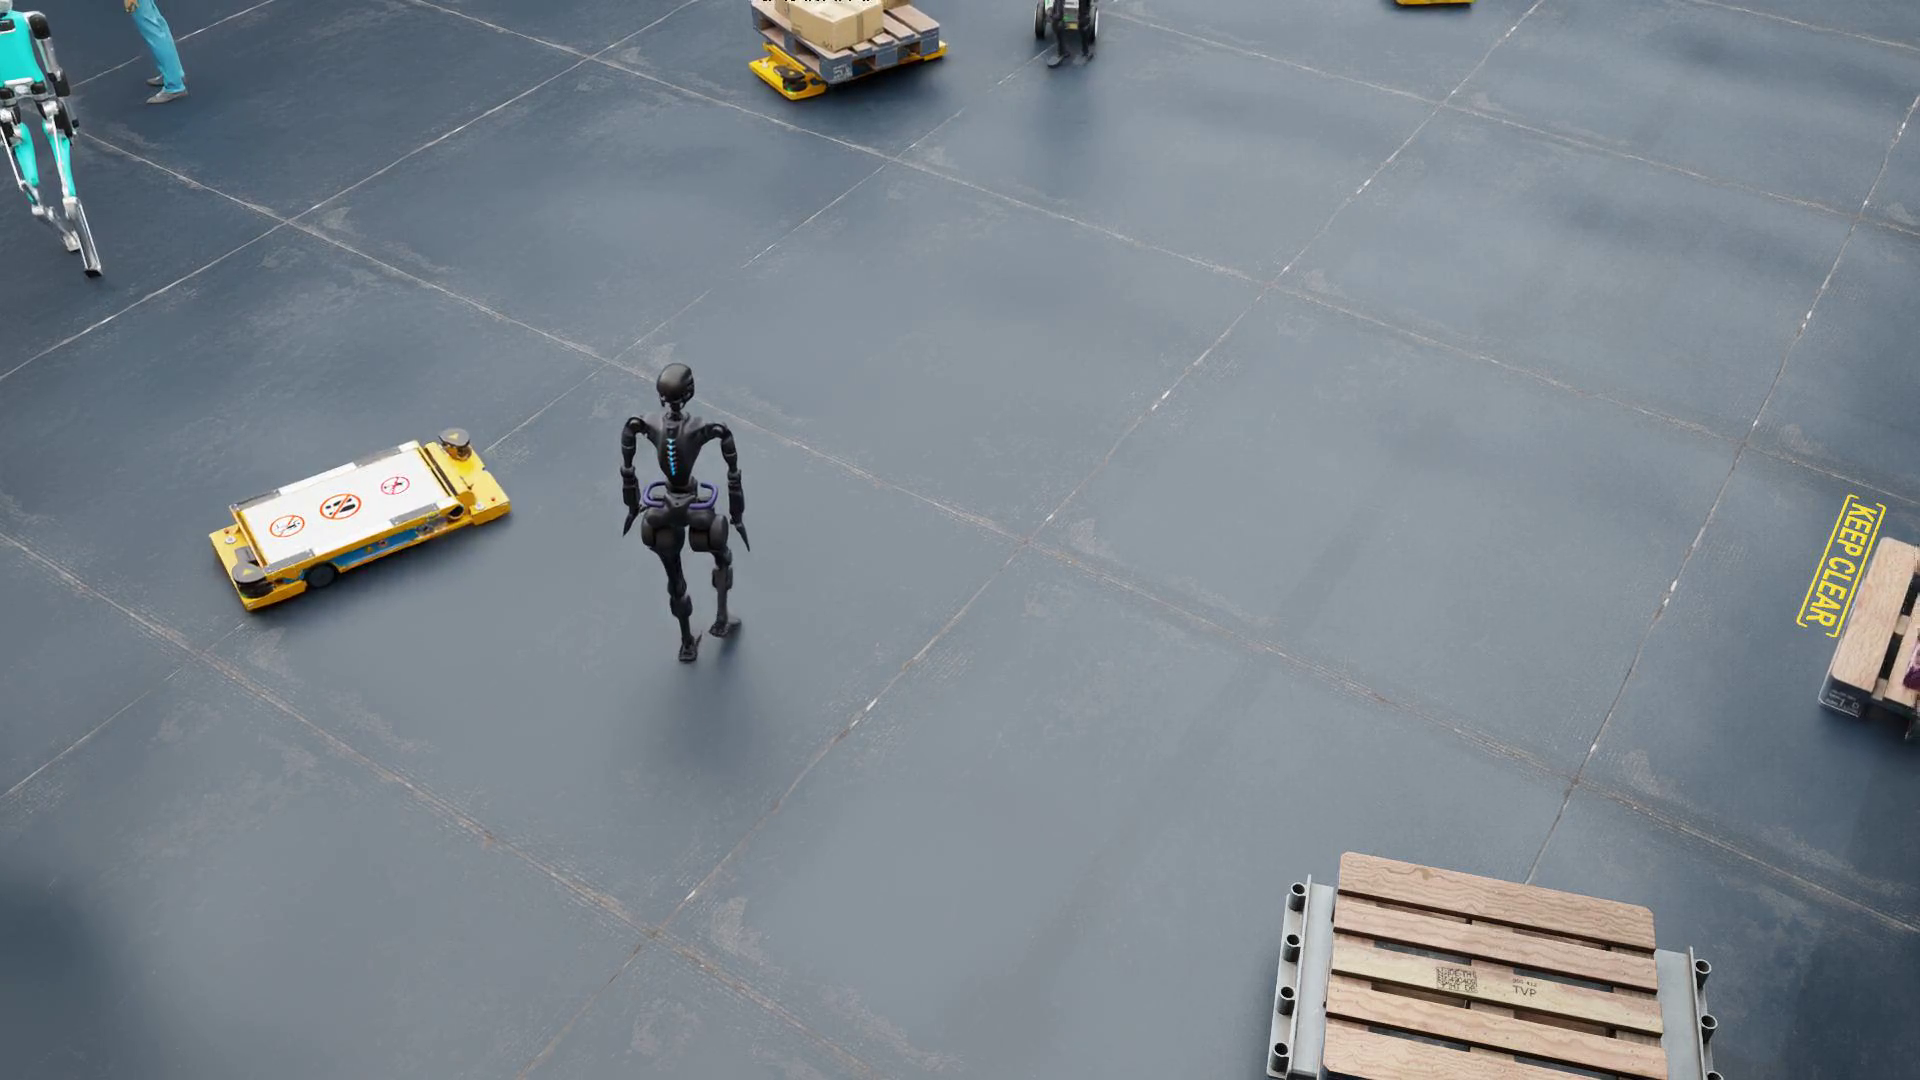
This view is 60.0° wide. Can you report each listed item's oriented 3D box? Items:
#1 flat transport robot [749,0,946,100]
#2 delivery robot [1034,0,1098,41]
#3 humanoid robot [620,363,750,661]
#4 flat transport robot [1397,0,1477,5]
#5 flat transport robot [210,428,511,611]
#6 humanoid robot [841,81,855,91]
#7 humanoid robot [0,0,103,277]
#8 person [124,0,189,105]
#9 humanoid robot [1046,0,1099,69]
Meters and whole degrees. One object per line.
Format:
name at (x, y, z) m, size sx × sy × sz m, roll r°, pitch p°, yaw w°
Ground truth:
flat transport robot at (-0.877, -3.831, 13.066) m, size 1.431 × 0.231 × 0.659 m, roll -25°, pitch 47°, yaw -25°
delivery robot at (0.891, -4.418, 13.507) m, size 0.499 × 0.592 × 0.774 m, roll 6°, pitch 42°, yaw 6°
humanoid robot at (-1.310, -0.123, 7.860) m, size 0.615 × 1.649 × 0.344 m, roll 2°, pitch 42°, yaw 2°
flat transport robot at (3.931, -5.011, 14.387) m, size 0.659 × 0.231 × 1.431 m, roll -4°, pitch 42°, yaw -5°
flat transport robot at (-3.219, -0.131, 8.926) m, size 1.431 × 0.231 × 0.659 m, roll -24°, pitch 47°, yaw -24°
humanoid robot at (-0.983, -4.253, 12.509) m, size 0.608 × 1.638 × 0.669 m, roll -30°, pitch 50°, yaw -29°
humanoid robot at (-5.793, -2.475, 10.499) m, size 0.554 × 1.848 × 0.850 m, roll -19°, pitch 45°, yaw -20°
person at (-6.067, -4.123, 12.212) m, size 0.372 × 1.840 × 0.568 m, roll -12°, pitch 43°, yaw -13°
humanoid robot at (0.896, -4.376, 12.627) m, size 0.600 × 1.650 × 0.391 m, roll 33°, pitch 52°, yaw 32°
